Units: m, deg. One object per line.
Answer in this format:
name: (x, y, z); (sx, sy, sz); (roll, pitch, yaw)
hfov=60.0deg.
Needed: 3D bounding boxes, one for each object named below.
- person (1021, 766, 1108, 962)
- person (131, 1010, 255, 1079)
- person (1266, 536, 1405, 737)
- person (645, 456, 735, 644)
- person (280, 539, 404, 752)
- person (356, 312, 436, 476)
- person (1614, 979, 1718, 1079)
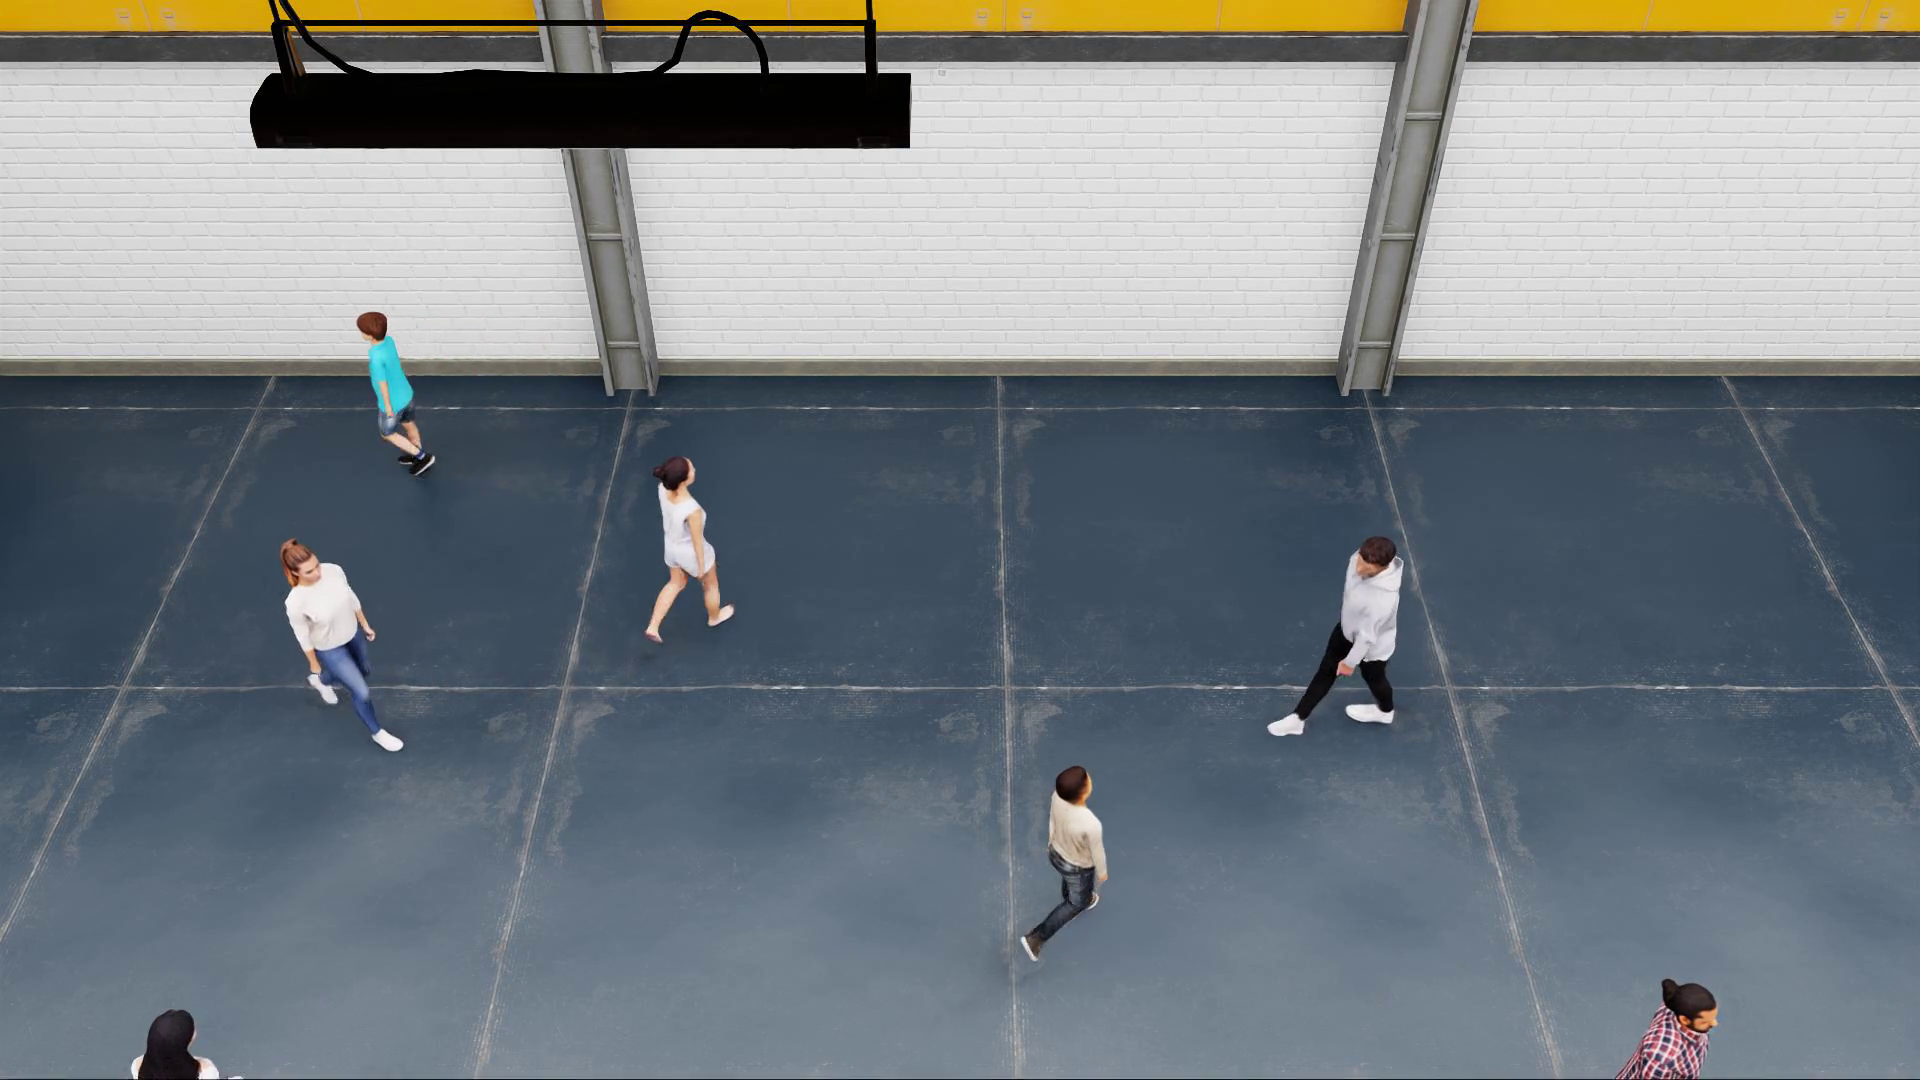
person: (0.592, 1.826, 9.371); (0.973, 1.447, 0.848); (-27, 50, -26)
person: (-3.668, 2.931, 8.014); (1.098, 1.718, 0.756); (-4, 44, -5)
person: (2.596, 0.576, 10.387); (1.222, 1.854, 0.930); (-3, 44, -3)
person: (-1.881, 0.099, 11.084); (0.939, 1.584, 0.968); (32, 52, 29)
person: (-3.965, 0.624, 10.448); (1.091, 1.701, 0.877); (18, 47, 18)
person: (-4.174, -1.095, 12.440); (0.590, 1.442, 0.536); (3, 44, 4)
person: (3.400, 2.720, 8.205); (0.796, 1.760, 0.790); (23, 48, 23)
